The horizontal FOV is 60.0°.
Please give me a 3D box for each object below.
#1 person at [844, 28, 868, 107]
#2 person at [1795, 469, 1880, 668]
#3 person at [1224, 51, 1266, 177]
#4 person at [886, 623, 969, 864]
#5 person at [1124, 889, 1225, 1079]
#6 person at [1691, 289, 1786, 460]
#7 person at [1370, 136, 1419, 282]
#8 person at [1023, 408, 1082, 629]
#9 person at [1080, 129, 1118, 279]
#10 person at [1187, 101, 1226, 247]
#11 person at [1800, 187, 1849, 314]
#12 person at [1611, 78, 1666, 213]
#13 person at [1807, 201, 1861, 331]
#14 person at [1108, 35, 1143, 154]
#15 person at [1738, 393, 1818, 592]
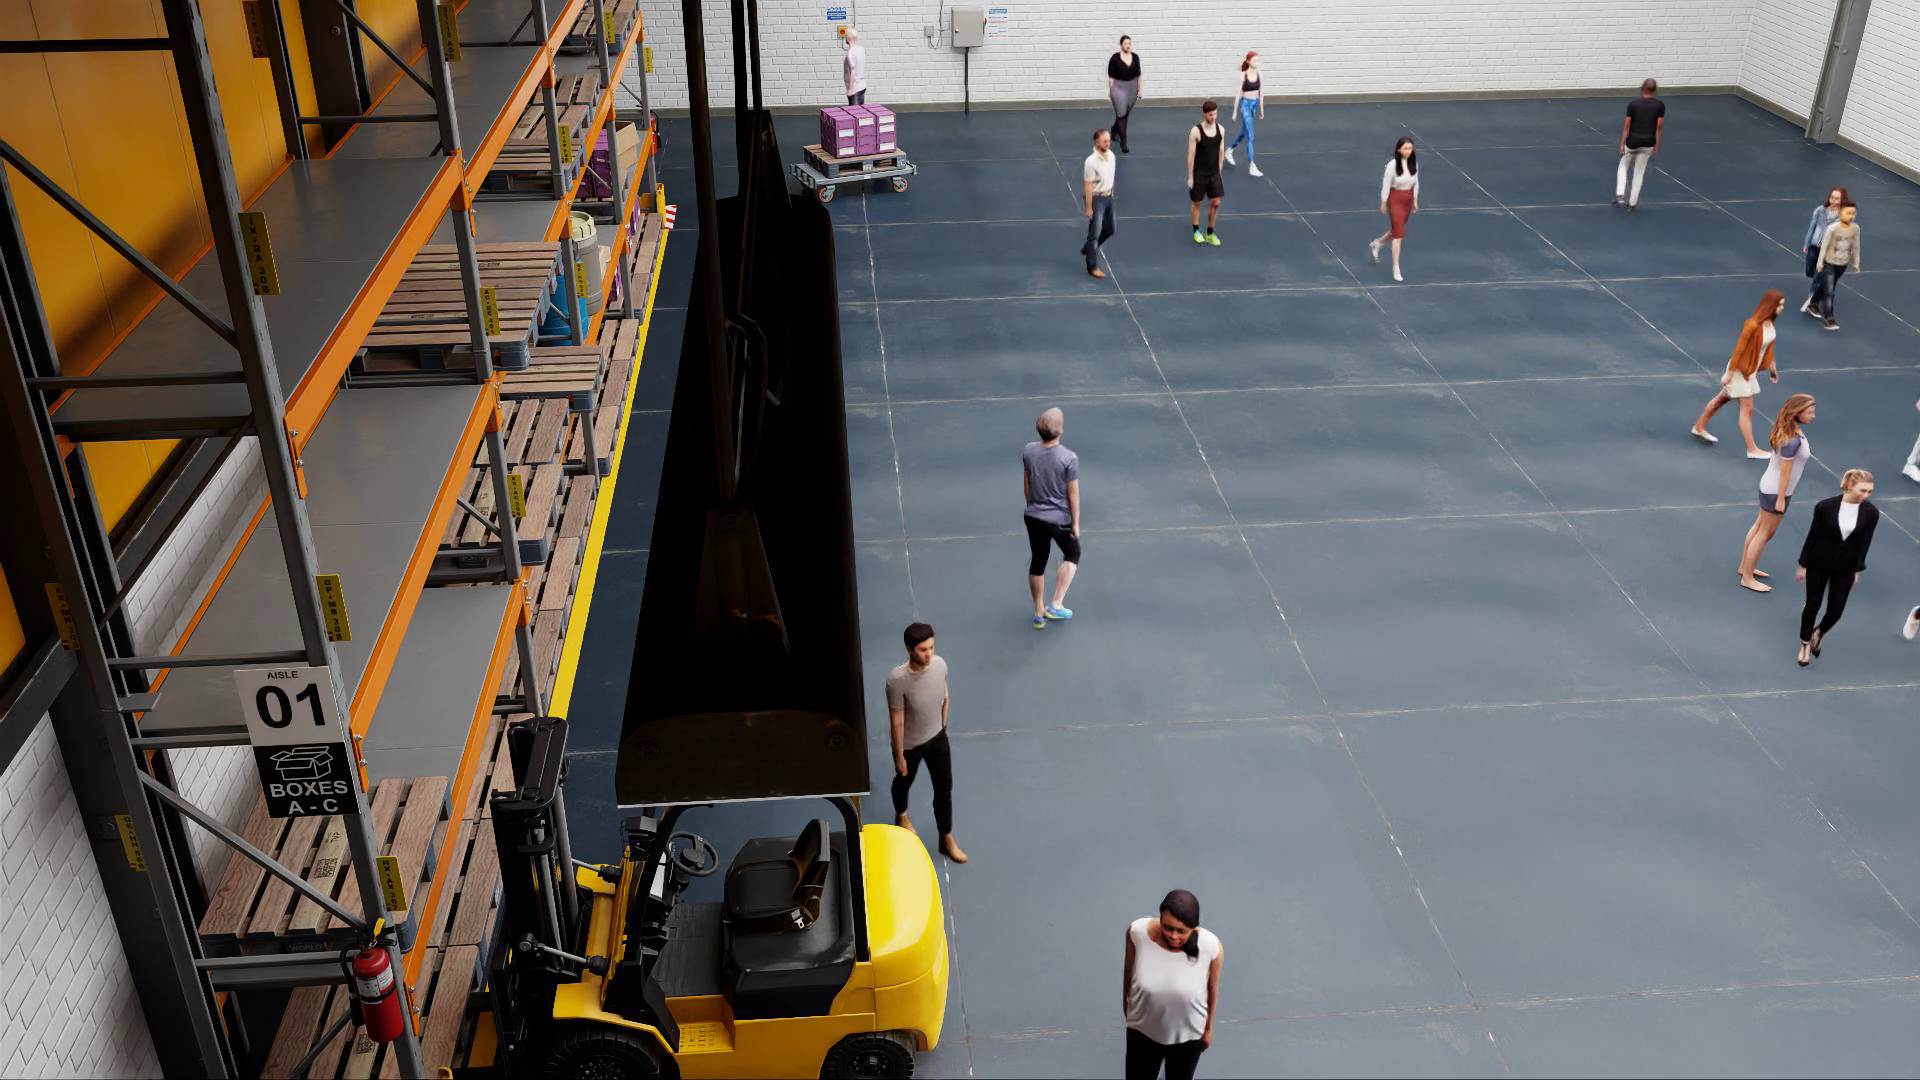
[{"bbox_3d":[-1.597,-6.933,25.570,0.796,1.831,0.663,9,30,16],"label":"person"},{"bbox_3d":[6.625,0.184,12.672,0.736,1.686,0.752,11,31,20],"label":"person"},{"bbox_3d":[4.189,-6.296,24.490,0.940,1.747,1.264,-15,32,-26],"label":"person"},{"bbox_3d":[-0.308,1.231,10.746,0.871,1.694,1.046,-16,32,-26],"label":"person"},{"bbox_3d":[1.087,2.427,8.570,0.755,1.677,0.793,6,29,12],"label":"person"},{"bbox_3d":[7.473,-1.639,16.037,1.037,1.665,1.164,-25,37,-38],"label":"person"},{"bbox_3d":[5.382,-4.116,20.517,0.798,1.723,1.109,-11,30,-19],"label":"person"},{"bbox_3d":[0.669,-0.119,13.028,0.812,1.879,0.844,16,33,27],"label":"person"},{"bbox_3d":[1.641,-4.186,20.524,0.856,1.840,0.915,-24,37,-37],"label":"person"},{"bbox_3d":[3.146,-4.789,21.600,0.799,1.869,0.856,-8,30,-15],"label":"person"},{"bbox_3d":[10.169,-3.441,19.558,0.911,1.457,0.919,-23,36,-35],"label":"person"},{"bbox_3d":[9.307,-5.374,22.751,0.767,1.794,0.773,8,30,14],"label":"person"},{"bbox_3d":[10.027,-3.188,19.122,0.577,1.430,0.987,-3,29,-6],"label":"person"},{"bbox_3d":[2.489,-6.884,25.594,0.841,1.721,1.156,-10,30,-17],"label":"person"},{"bbox_3d":[6.735,-0.417,13.730,0.735,1.730,0.626,11,30,19],"label":"person"}]
